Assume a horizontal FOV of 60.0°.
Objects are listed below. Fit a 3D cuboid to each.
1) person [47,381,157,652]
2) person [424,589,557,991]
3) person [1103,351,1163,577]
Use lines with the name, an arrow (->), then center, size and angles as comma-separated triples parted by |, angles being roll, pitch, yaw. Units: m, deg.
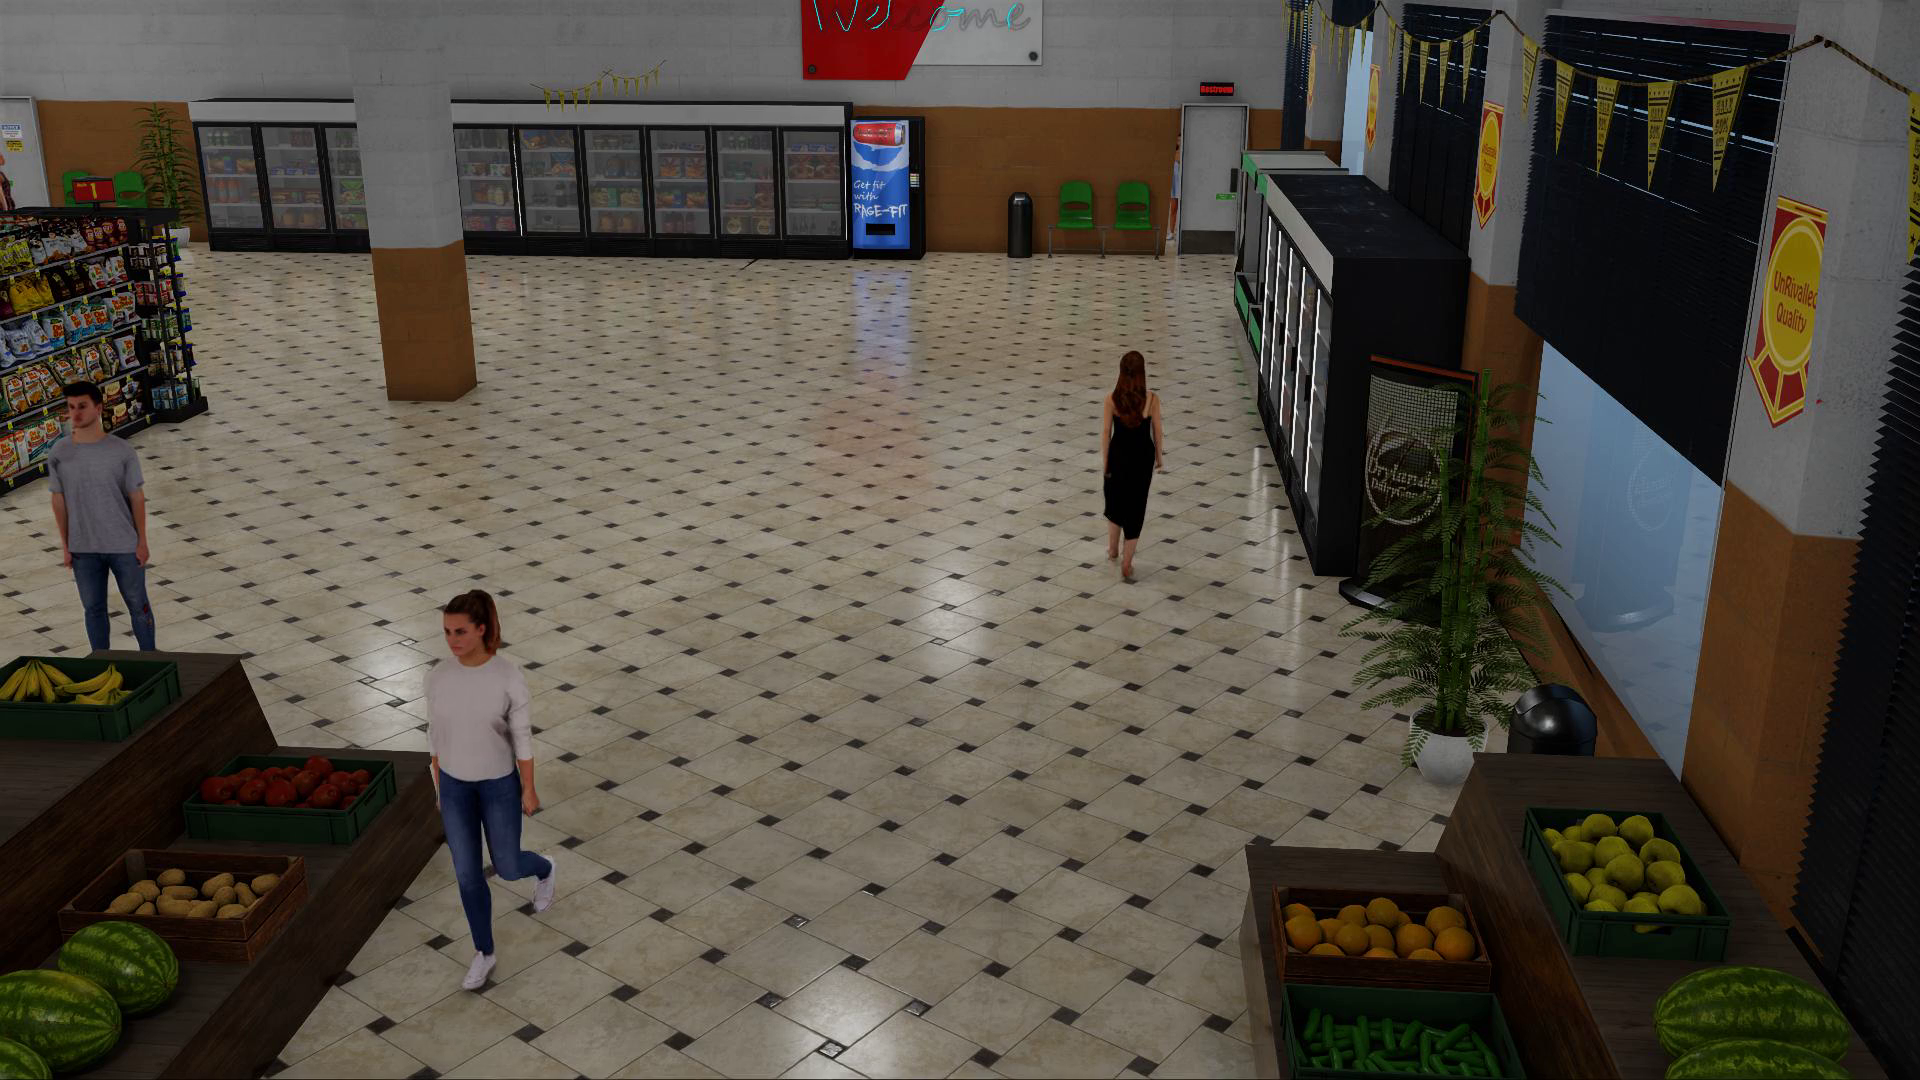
person -> -5.083, -0.020, 9.894 | 0.724, 1.890, 0.656 | -3, 19, -8
person -> -1.998, 1.026, 7.084 | 0.655, 1.703, 0.948 | 3, 19, 10
person -> 1.205, -0.512, 11.803 | 0.609, 1.602, 0.789 | 4, 19, 11
